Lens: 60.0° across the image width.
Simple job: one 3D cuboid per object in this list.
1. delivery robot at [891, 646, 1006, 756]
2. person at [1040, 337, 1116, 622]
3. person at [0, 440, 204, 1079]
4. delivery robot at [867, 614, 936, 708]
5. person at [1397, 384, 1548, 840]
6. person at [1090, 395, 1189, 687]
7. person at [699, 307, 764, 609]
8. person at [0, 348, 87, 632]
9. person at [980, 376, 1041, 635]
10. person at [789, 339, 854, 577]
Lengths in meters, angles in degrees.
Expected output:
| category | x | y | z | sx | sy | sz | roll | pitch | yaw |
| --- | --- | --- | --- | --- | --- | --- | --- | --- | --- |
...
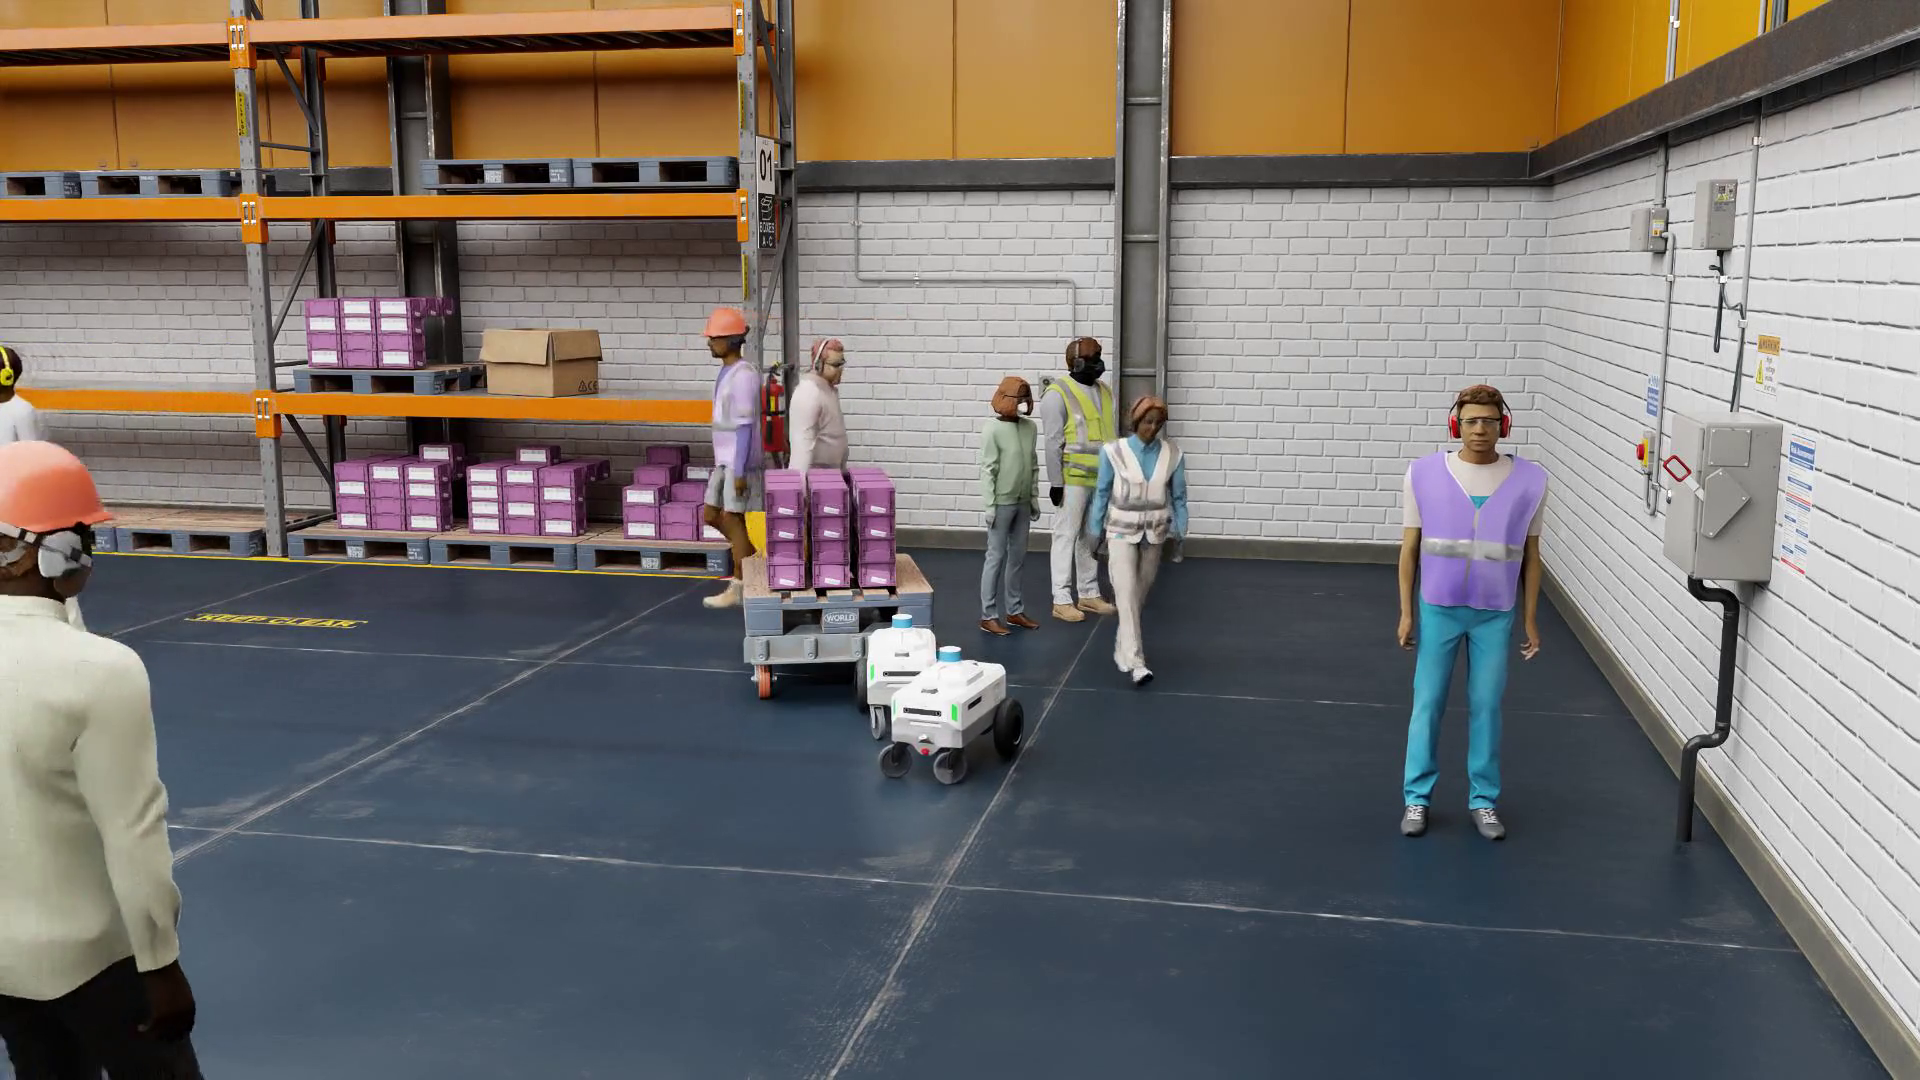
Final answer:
| category | x | y | z | sx | sy | sz | roll | pitch | yaw |
| --- | --- | --- | --- | --- | --- | --- | --- | --- | --- |
| delivery robot | -0.045 | 0.735 | 7.665 | 0.477 | 0.478 | 0.707 | 4 | 10 | 20 |
| person | 0.808 | -0.400 | 10.908 | 0.429 | 1.846 | 0.633 | 9 | 13 | 43 |
| person | -1.822 | 0.795 | 3.295 | 0.636 | 1.980 | 0.558 | 4 | 10 | 22 |
| delivery robot | -0.290 | 0.618 | 8.367 | 0.477 | 0.478 | 0.707 | 0 | 9 | -2 |
| person | 2.062 | 0.288 | 6.750 | 0.563 | 1.847 | 0.392 | 2 | 10 | 10 |
| person | 1.012 | 0.007 | 9.177 | 0.528 | 1.590 | 0.864 | -3 | 10 | -15 |
| person | -1.523 | -0.539 | 11.174 | 0.446 | 2.032 | 0.629 | -3 | 10 | -20 |
| person | -5.575 | -0.198 | 9.684 | 0.881 | 1.840 | 0.499 | -7 | 12 | -35 |
| person | 0.316 | -0.220 | 10.485 | 0.279 | 1.624 | 0.494 | 8 | 12 | 40 |
| person | -0.923 | -0.399 | 10.925 | 0.973 | 1.853 | 0.755 | 0 | 9 | -2 |
